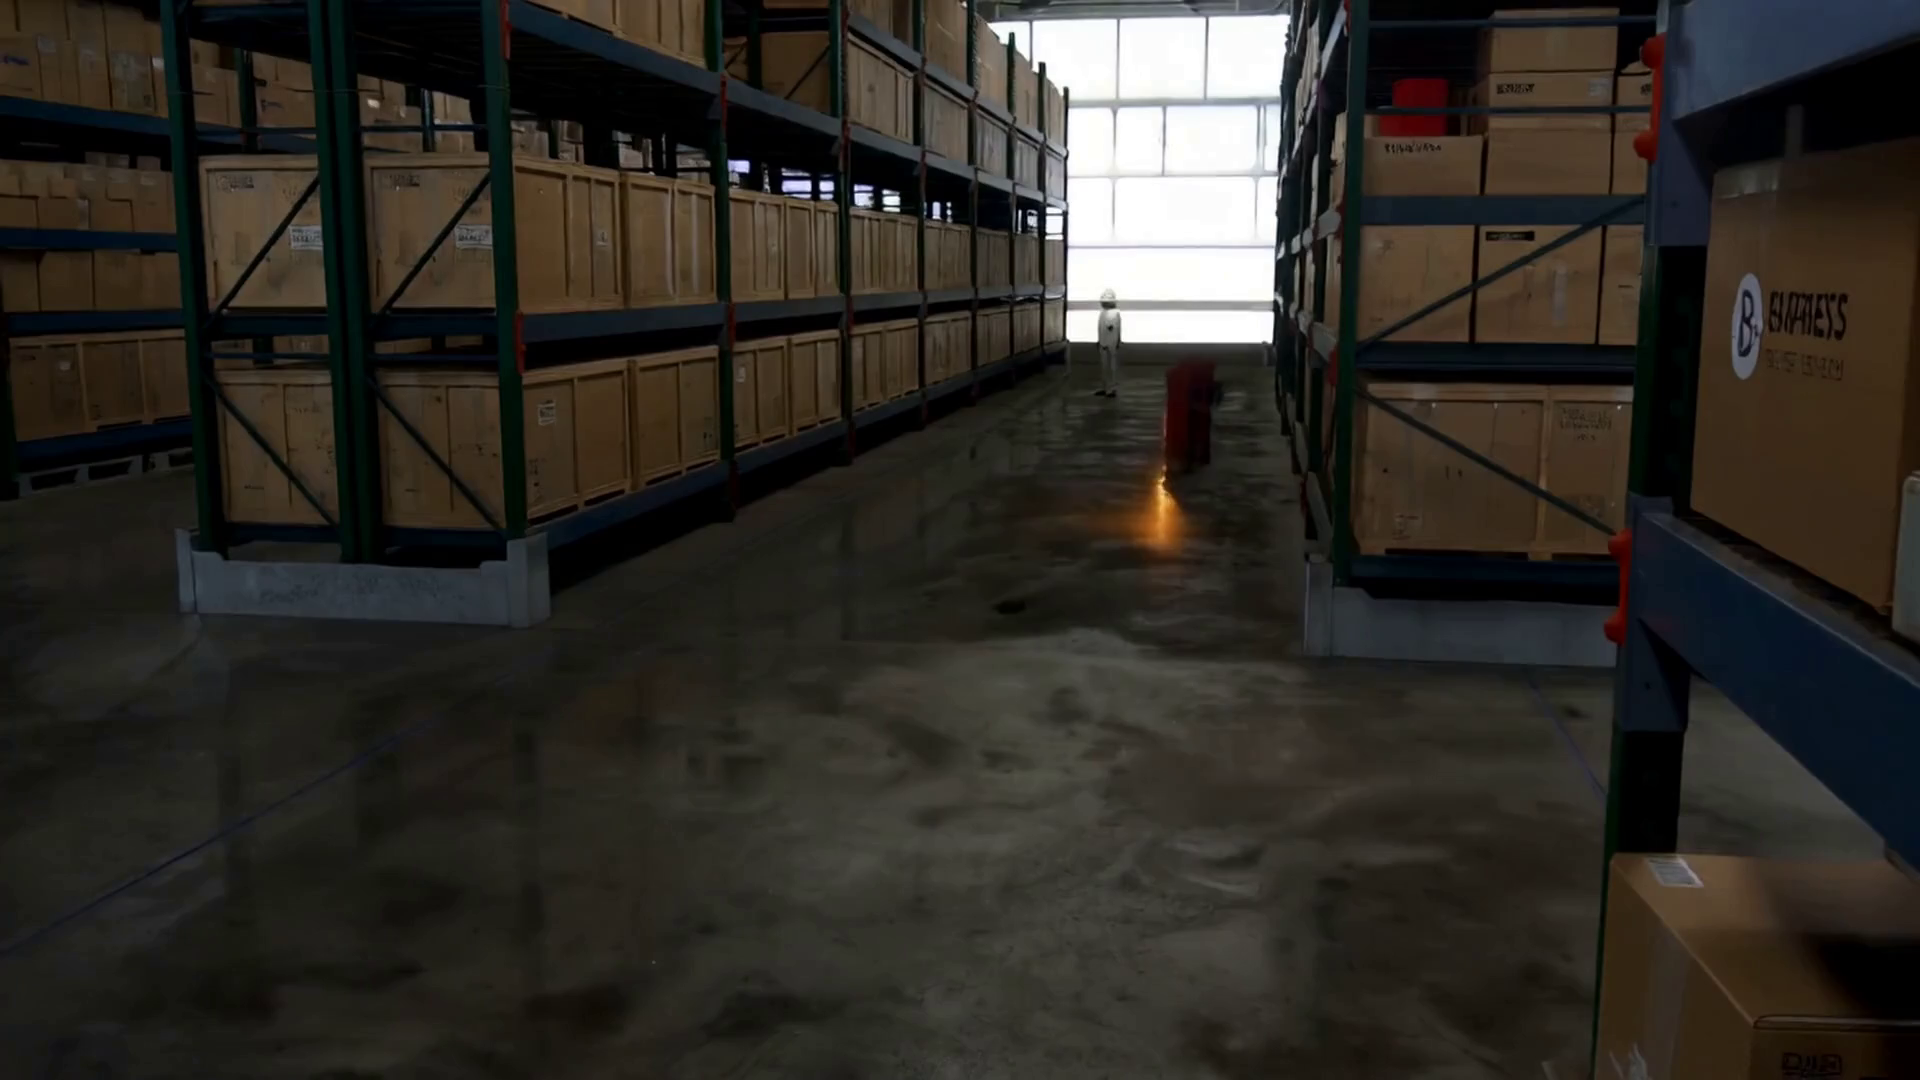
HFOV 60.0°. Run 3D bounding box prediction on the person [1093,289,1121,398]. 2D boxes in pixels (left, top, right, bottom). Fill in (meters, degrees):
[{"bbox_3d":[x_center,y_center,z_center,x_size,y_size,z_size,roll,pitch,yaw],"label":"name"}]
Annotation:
[{"bbox_3d":[2.388,-3.159,26.800,0.289,1.746,0.487,-7,12,-39],"label":"person"}]
